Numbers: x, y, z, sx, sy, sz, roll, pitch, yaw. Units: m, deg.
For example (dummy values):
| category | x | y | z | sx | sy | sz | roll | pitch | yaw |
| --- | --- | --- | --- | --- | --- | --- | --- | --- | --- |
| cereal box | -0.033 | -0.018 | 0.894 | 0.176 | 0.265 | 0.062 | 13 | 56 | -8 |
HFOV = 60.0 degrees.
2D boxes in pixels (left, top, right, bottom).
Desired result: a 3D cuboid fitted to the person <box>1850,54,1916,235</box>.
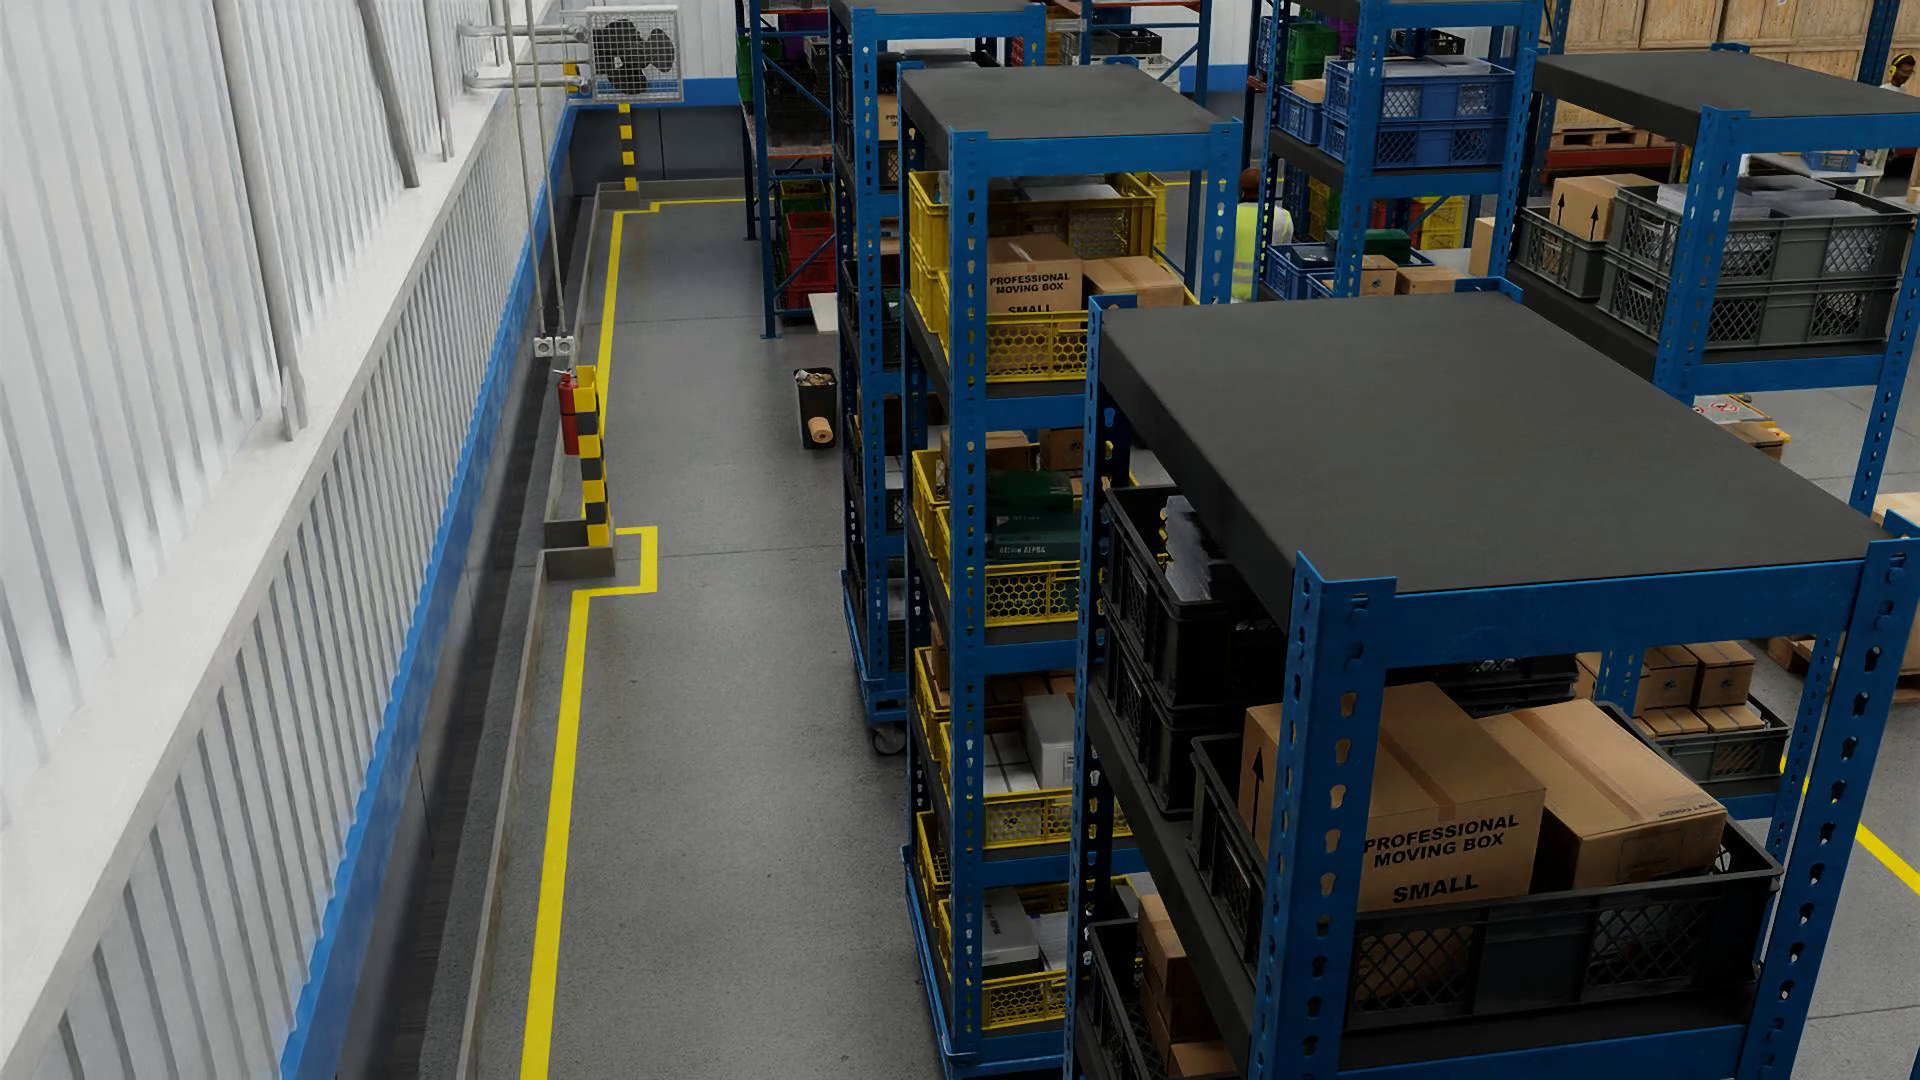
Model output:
| category | x | y | z | sx | sy | sz | roll | pitch | yaw |
| --- | --- | --- | --- | --- | --- | --- | --- | --- | --- |
| person | 9.550 | -4.076 | 17.236 | 0.519 | 1.865 | 0.326 | -18 | 30 | -34 |

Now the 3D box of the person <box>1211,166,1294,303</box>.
| category | x | y | z | sx | sy | sz | roll | pitch | yaw |
| --- | --- | --- | --- | --- | --- | --- | --- | --- | --- |
| person | 2.147 | -1.874 | 12.472 | 0.626 | 1.846 | 0.429 | 0 | 25 | -1 |

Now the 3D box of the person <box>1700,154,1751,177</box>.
| category | x | y | z | sx | sy | sz | roll | pitch | yaw |
| --- | --- | --- | --- | --- | --- | --- | --- | --- | --- |
| person | 6.843 | -3.043 | 14.979 | 0.584 | 1.878 | 0.365 | -12 | 27 | -24 |
